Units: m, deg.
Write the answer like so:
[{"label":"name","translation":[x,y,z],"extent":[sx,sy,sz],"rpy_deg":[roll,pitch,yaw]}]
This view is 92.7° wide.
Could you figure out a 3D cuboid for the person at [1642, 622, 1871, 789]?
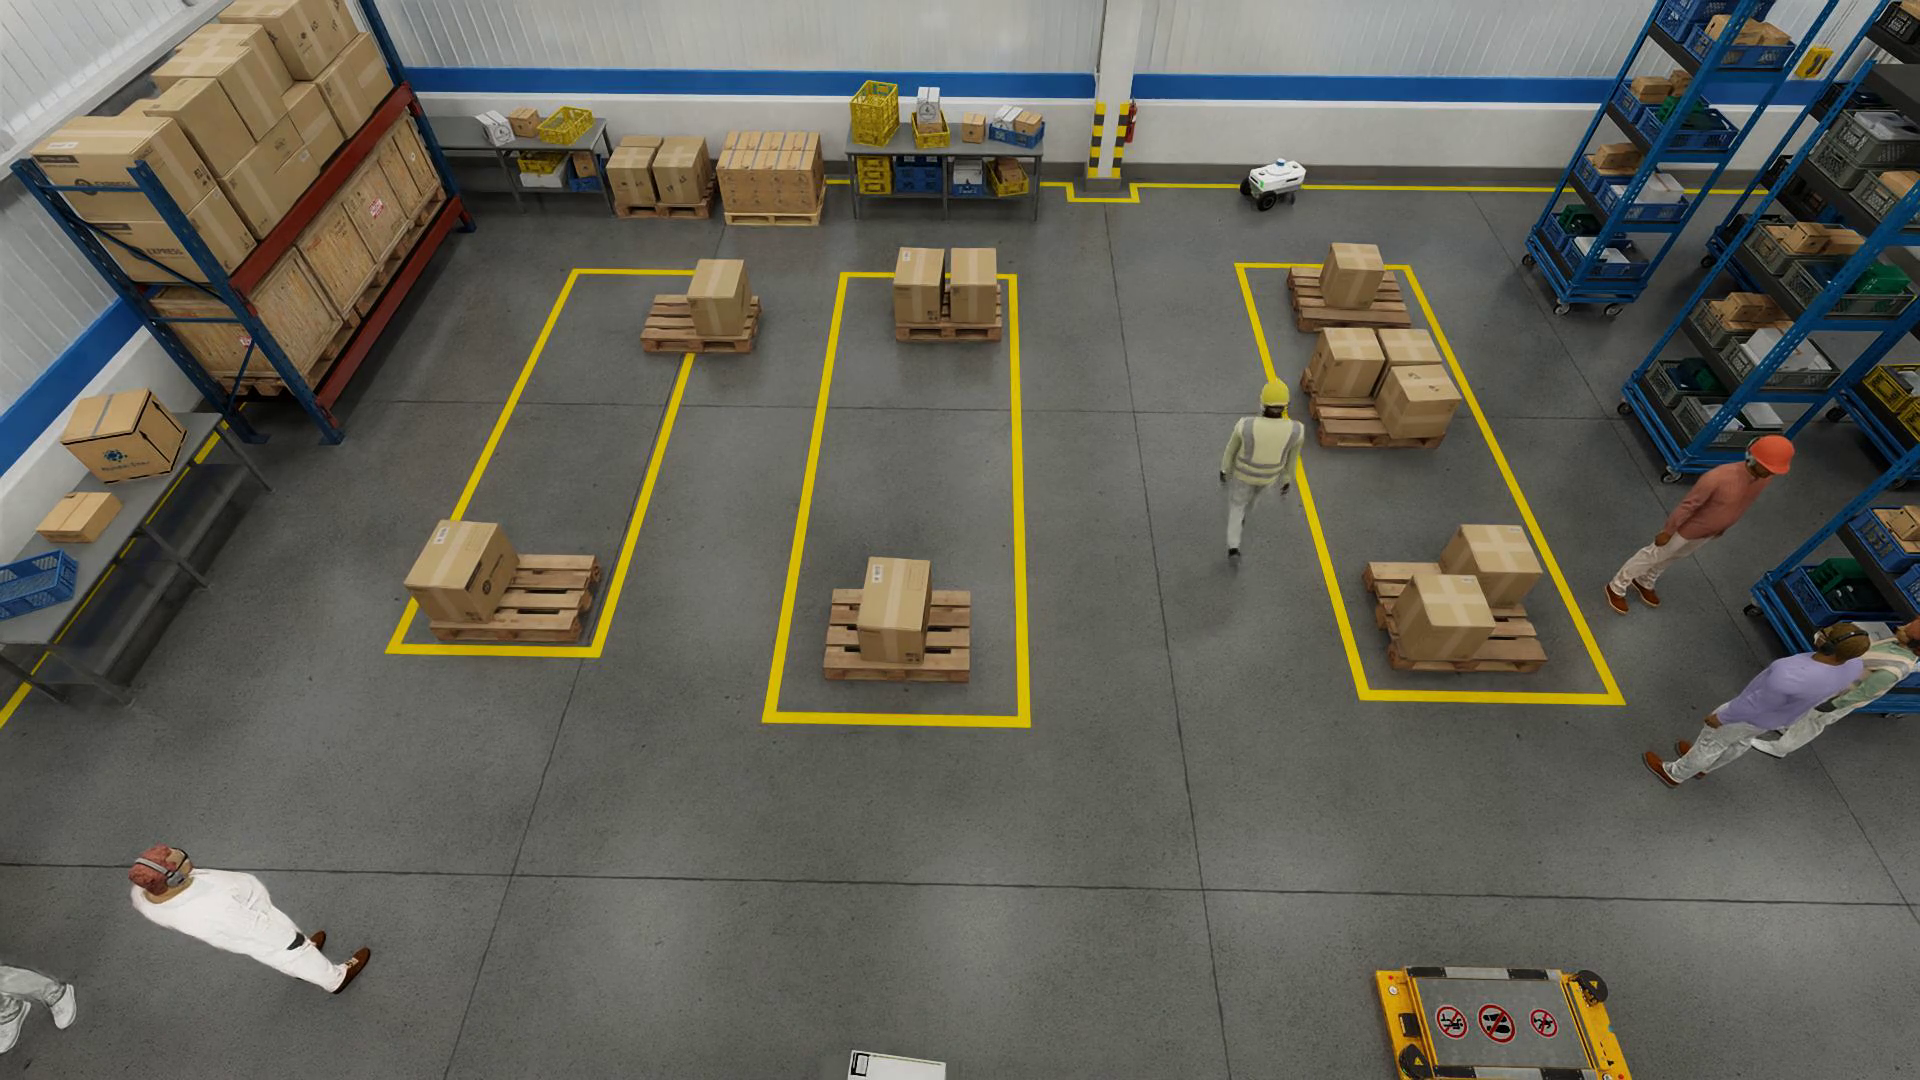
[{"label":"person","translation":[5.592,1.185,6.433],"extent":[0.635,1.938,0.361],"rpy_deg":[-12,52,-9]}]

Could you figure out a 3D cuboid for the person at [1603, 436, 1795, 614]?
[{"label":"person","translation":[6.006,-0.112,7.456],"extent":[0.625,1.992,0.388],"rpy_deg":[-10,51,-8]}]

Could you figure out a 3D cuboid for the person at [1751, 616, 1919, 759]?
[{"label":"person","translation":[6.477,1.089,6.700],"extent":[0.514,1.642,0.310],"rpy_deg":[-36,59,-25]}]

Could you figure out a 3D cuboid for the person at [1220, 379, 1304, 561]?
[{"label":"person","translation":[2.583,-0.575,7.968],"extent":[0.610,1.791,0.826],"rpy_deg":[3,51,2]}]

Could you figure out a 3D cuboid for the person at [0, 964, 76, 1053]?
[{"label":"person","translation":[-6.073,2.528,5.355],"extent":[0.591,1.916,0.392],"rpy_deg":[-18,53,-14]}]

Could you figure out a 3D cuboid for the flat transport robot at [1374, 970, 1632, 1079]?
[{"label":"flat transport robot","translation":[3.501,3.133,5.914],"extent":[1.431,0.197,0.652],"rpy_deg":[1,51,1]}]

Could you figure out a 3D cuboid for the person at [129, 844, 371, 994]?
[{"label":"person","translation":[-4.296,2.303,5.550],"extent":[0.645,1.898,0.401],"rpy_deg":[12,52,10]}]

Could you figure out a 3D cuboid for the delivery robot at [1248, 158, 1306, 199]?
[{"label":"delivery robot","translation":[4.196,-4.807,12.146],"extent":[0.707,0.478,0.477],"rpy_deg":[-17,53,-13]}]
